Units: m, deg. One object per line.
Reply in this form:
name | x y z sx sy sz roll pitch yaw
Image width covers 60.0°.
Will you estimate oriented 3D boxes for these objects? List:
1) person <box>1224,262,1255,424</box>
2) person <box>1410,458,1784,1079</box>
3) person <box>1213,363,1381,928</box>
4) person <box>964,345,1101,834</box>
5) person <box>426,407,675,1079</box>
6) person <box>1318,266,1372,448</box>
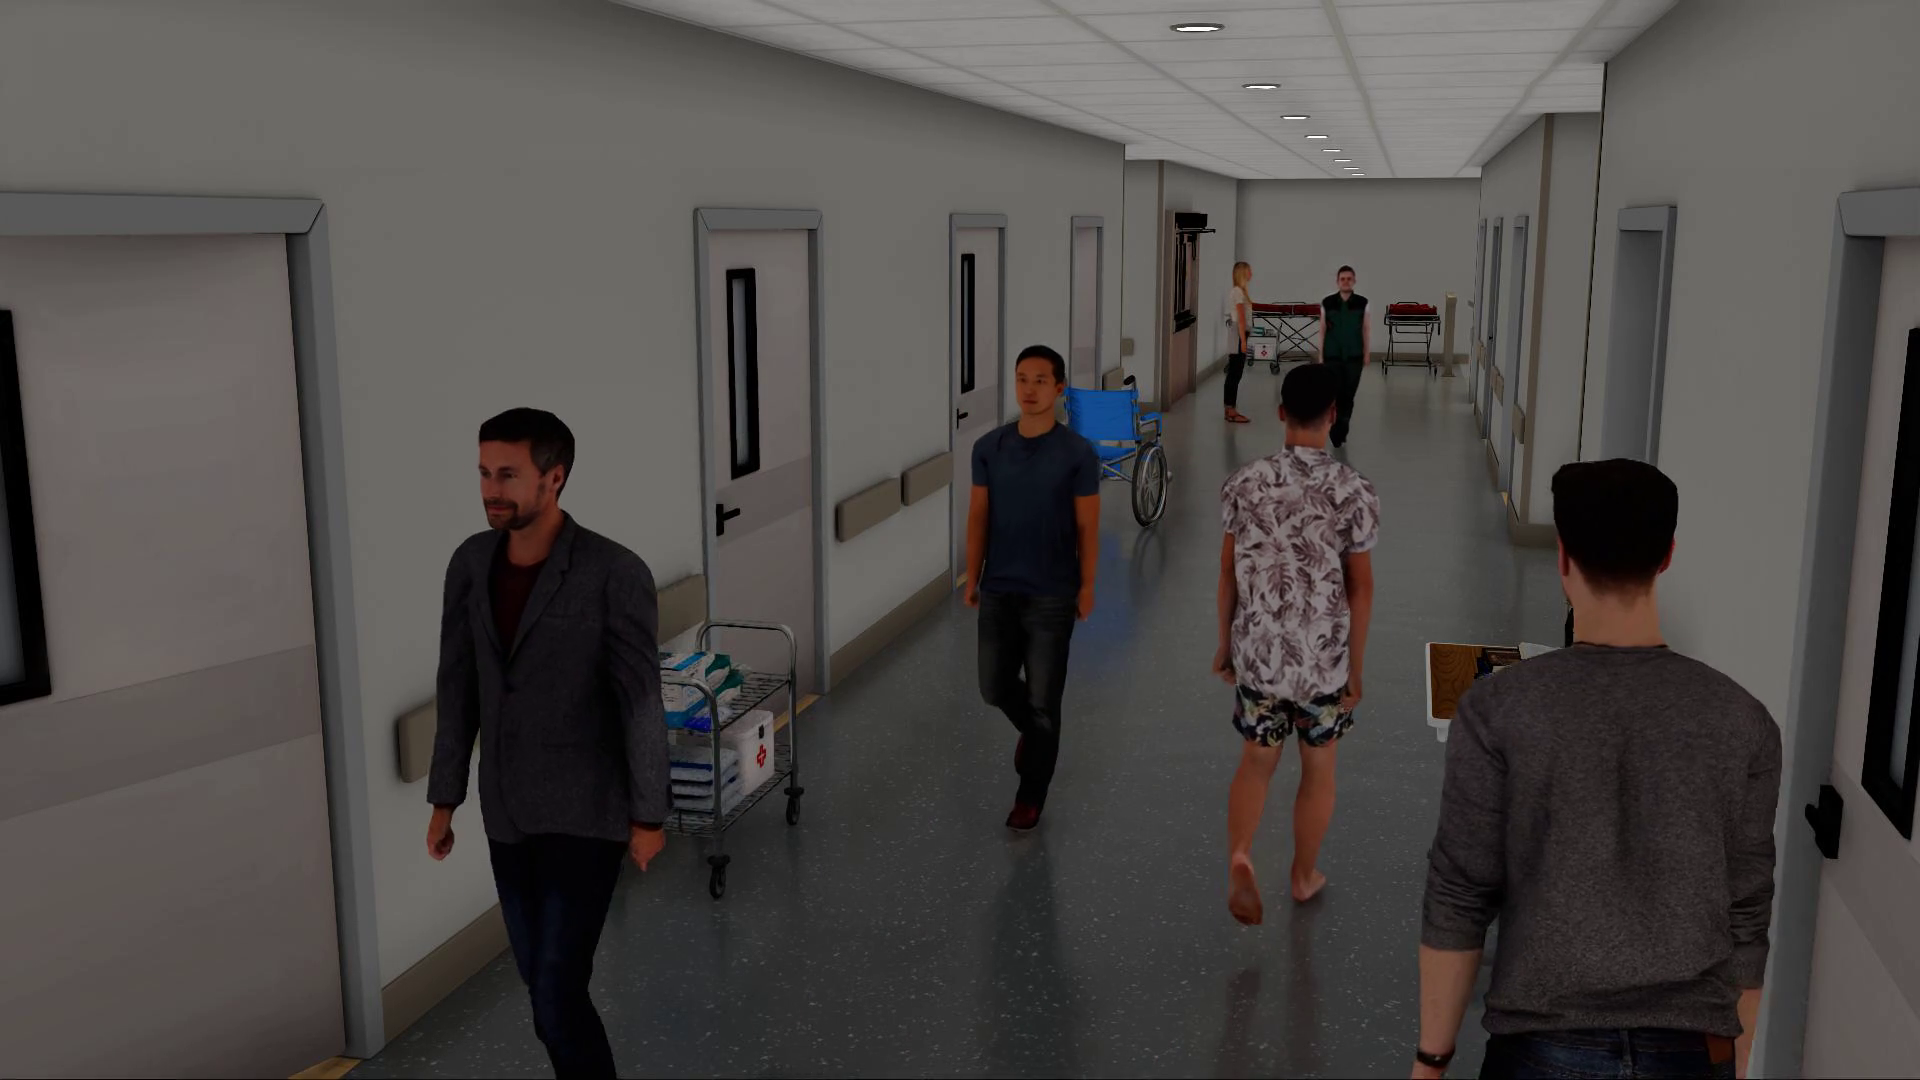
person | 3.192 -2.283 19.154 0.728 1.825 0.559 0 11 0
person | 0.995 0.856 2.506 0.725 1.866 0.958 2 11 11
person | 1.055 0.364 5.296 0.745 1.792 0.998 4 12 22
person | 0.286 0.166 6.321 0.701 1.800 0.906 4 11 19
person | -0.887 0.610 3.835 0.778 1.854 0.773 6 12 28
person | 3.896 -1.845 16.896 0.726 1.803 1.078 2 11 9
